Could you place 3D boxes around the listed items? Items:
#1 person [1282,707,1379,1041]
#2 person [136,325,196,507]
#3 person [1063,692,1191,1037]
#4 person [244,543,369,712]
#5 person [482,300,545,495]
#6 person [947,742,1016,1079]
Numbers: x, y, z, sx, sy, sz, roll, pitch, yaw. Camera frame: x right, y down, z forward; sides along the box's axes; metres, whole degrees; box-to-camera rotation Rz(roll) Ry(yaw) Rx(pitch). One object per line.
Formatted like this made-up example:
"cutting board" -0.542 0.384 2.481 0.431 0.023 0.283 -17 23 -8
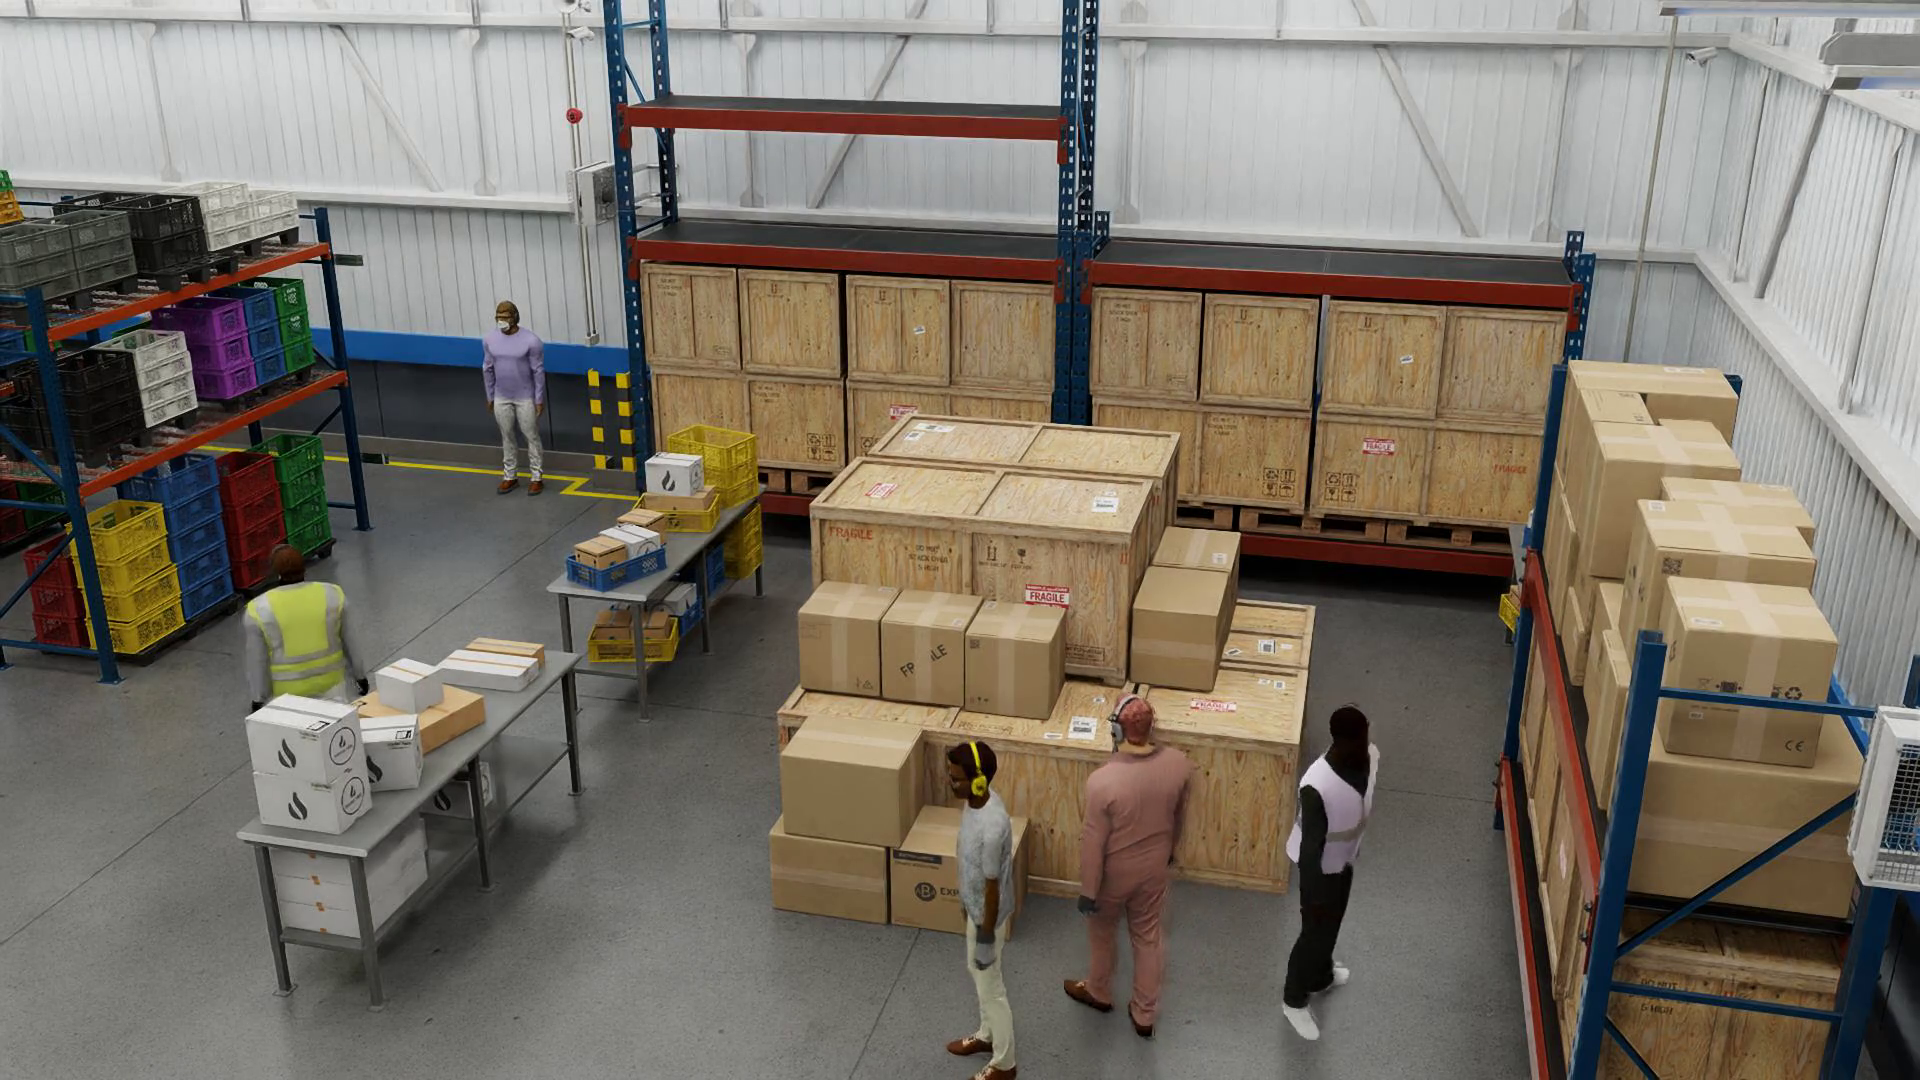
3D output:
"person" 1.912 1.631 8.510 0.399 1.881 0.755 16 26 35
"person" -7.625 -1.156 15.868 0.570 1.840 0.944 2 21 6
"person" 0.827 1.630 8.495 0.677 1.888 0.569 -12 24 -29
"person" -4.102 0.909 10.482 0.704 1.831 0.492 -12 24 -29
"person" -4.369 -1.398 16.347 0.632 1.940 0.372 3 21 8
"person" 0.100 1.811 8.067 0.329 1.861 0.509 -4 21 -11
